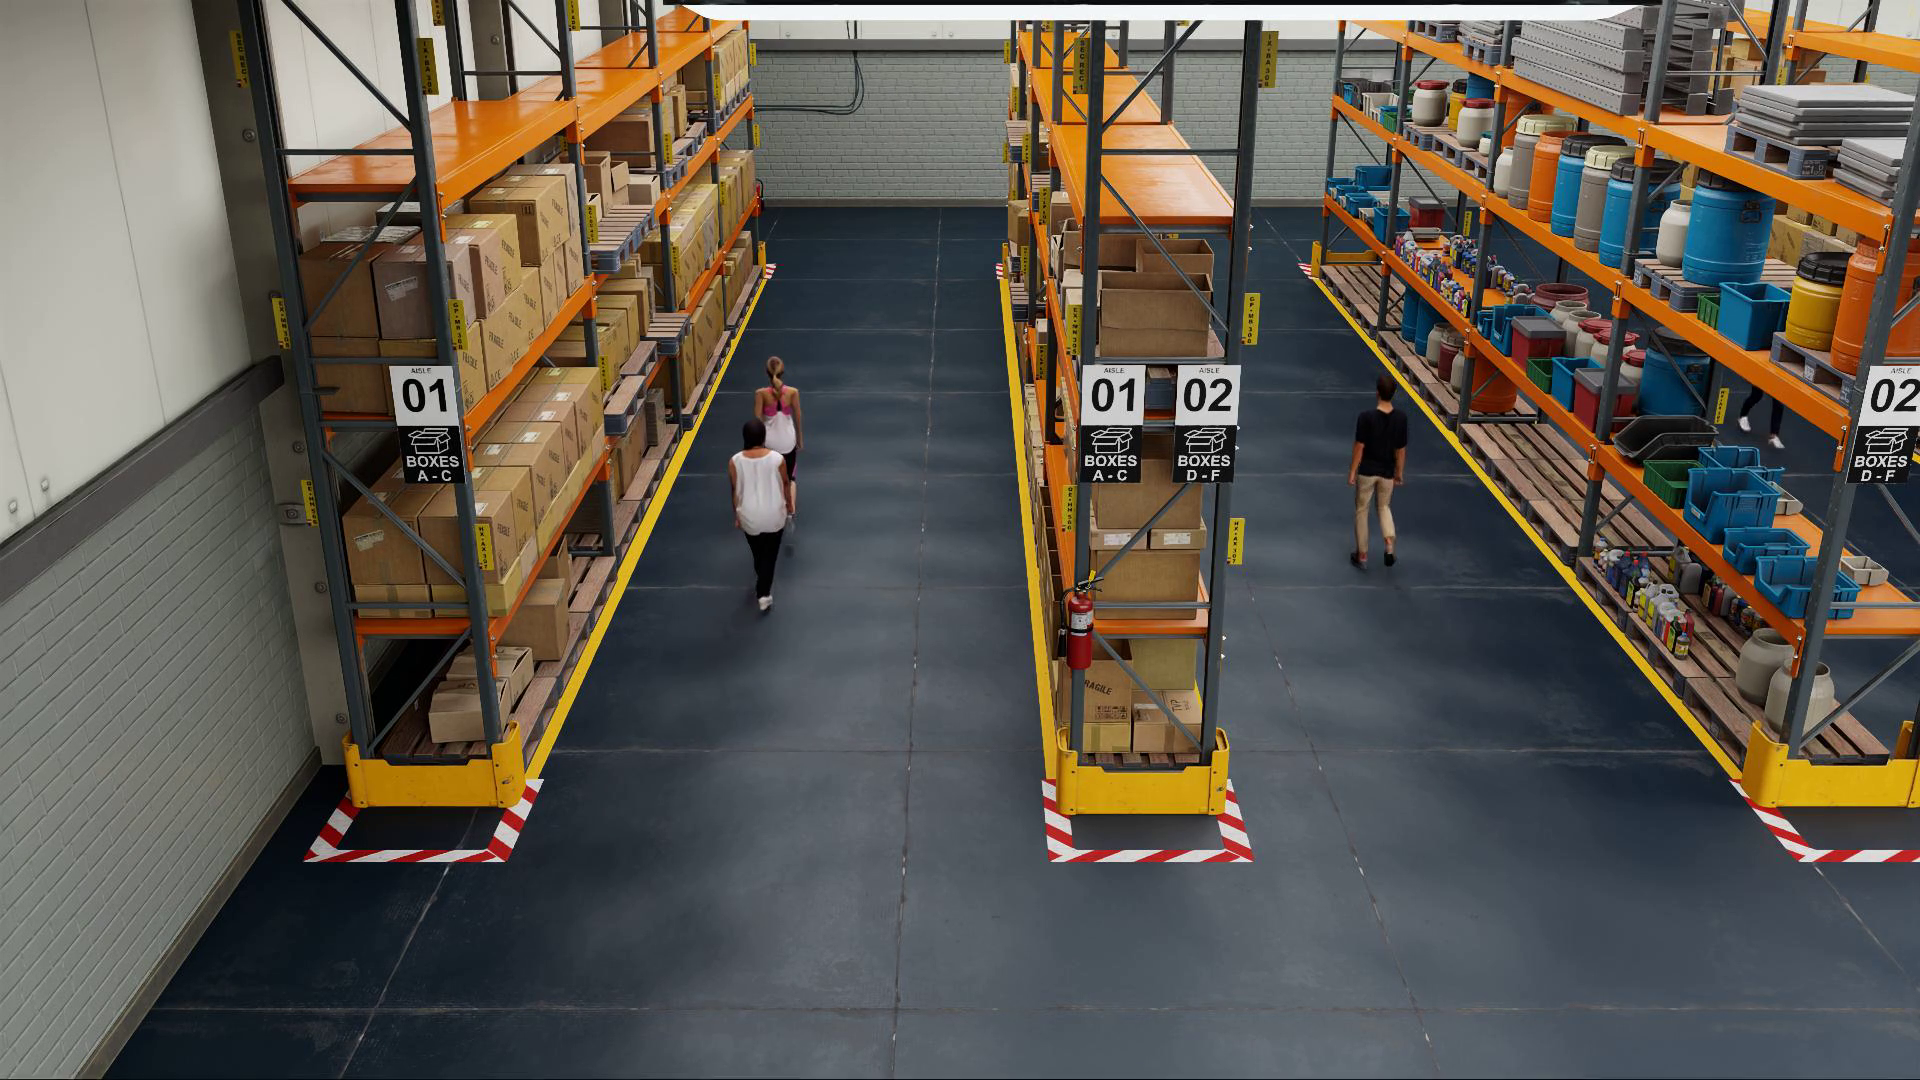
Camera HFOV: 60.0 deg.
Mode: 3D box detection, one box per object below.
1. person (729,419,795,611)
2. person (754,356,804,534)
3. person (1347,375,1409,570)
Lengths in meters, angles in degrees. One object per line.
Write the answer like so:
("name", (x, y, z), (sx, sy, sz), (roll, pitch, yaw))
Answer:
("person", (-1.741, -0.198, 14.510), (0.758, 1.641, 1.132), (3, 22, 8))
("person", (-1.731, -0.872, 15.986), (0.724, 1.772, 0.992), (-5, 23, -11))
("person", (3.827, -0.570, 15.150), (0.711, 1.845, 0.856), (-3, 22, -8))
